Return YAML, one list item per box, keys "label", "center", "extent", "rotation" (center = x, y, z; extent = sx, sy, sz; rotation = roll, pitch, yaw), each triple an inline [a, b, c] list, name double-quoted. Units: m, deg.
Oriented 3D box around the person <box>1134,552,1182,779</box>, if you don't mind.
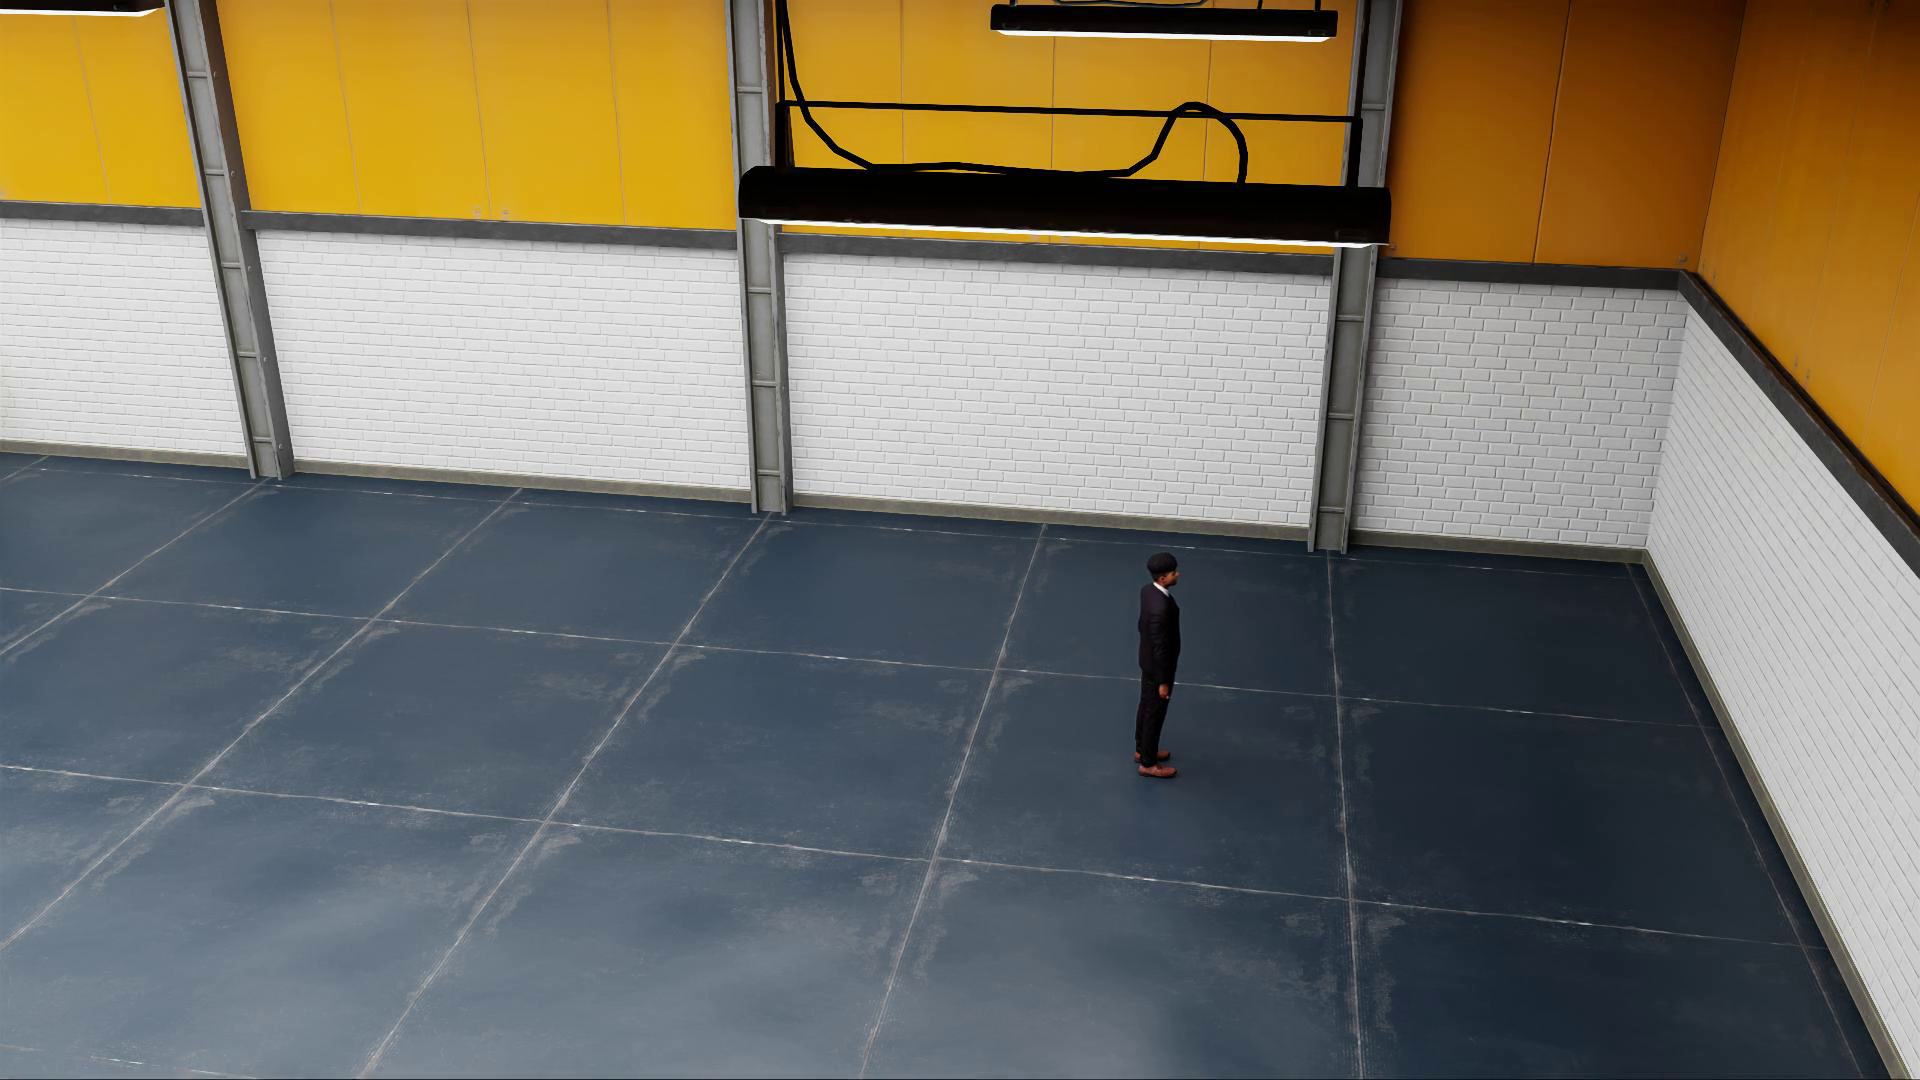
- label: "person"
  center: [1.532, 0.958, 13.024]
  extent: [0.650, 1.883, 0.754]
  rotation: [-2, 24, -5]
